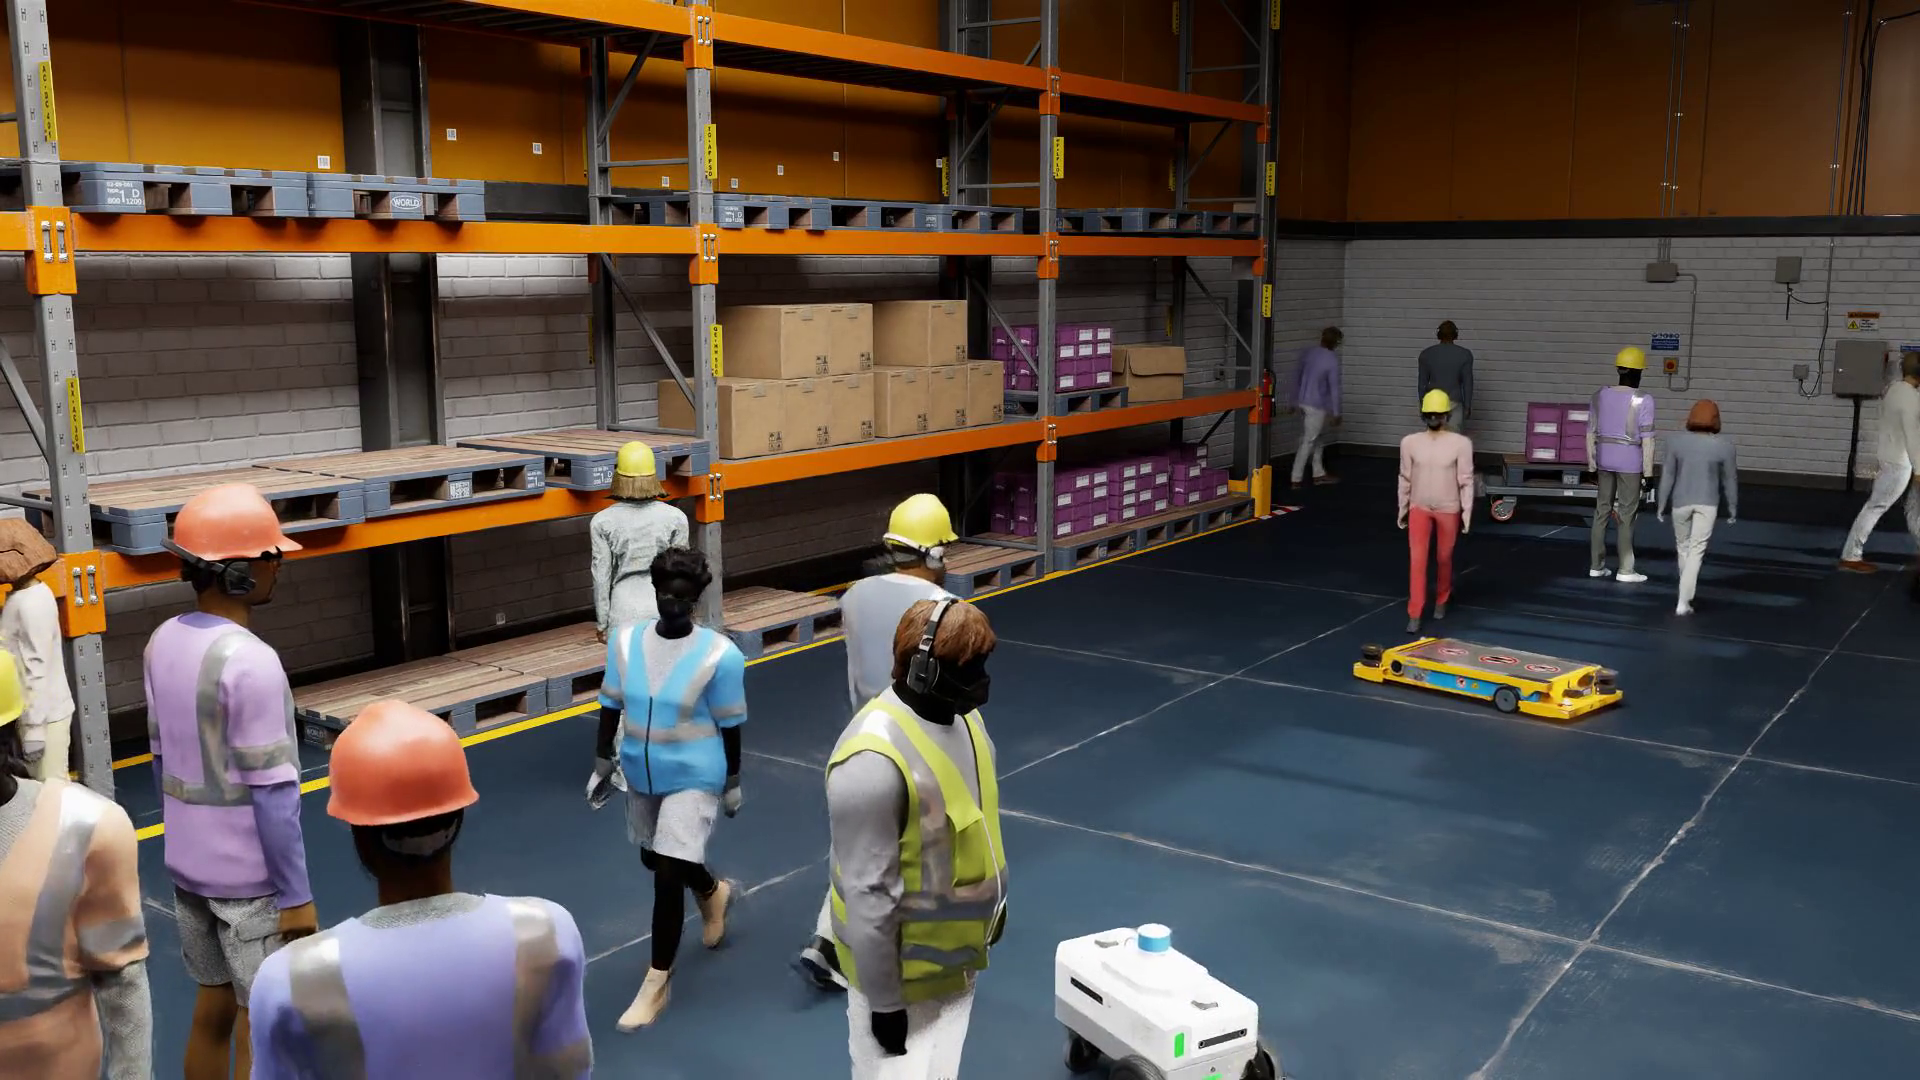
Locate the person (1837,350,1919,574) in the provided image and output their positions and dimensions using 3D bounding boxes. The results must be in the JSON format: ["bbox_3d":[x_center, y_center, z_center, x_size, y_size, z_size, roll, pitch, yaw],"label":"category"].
[{"bbox_3d":[7.883,-0.622,13.787,1.025,1.882,0.650,4,10,21],"label":"person"}]

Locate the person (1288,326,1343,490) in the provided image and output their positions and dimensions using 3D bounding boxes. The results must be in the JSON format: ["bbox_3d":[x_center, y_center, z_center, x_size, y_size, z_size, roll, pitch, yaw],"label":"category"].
[{"bbox_3d":[4.149,-1.510,19.116,0.758,1.881,0.707,-3,10,-19],"label":"person"}]

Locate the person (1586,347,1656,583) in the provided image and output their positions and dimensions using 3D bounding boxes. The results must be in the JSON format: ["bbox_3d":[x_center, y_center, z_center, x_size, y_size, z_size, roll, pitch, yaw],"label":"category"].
[{"bbox_3d":[5.426,-0.614,13.634,0.373,1.925,0.595,-7,12,-35],"label":"person"}]

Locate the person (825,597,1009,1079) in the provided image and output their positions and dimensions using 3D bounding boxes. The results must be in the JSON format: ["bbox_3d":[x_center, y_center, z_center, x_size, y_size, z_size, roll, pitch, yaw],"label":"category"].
[{"bbox_3d":[-0.093,1.037,4.124,0.430,1.830,0.618,4,11,25],"label":"person"}]

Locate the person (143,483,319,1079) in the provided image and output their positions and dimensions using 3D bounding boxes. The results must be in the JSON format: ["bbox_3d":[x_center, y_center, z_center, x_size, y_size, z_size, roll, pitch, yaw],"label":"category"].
[{"bbox_3d":[-1.925,0.863,4.489,0.607,2.045,0.390,8,13,41],"label":"person"}]

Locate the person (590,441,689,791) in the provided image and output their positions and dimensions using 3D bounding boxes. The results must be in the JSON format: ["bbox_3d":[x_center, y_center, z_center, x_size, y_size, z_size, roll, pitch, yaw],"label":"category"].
[{"bbox_3d":[-1.578,0.379,8.264,0.487,1.746,0.287,-3,10,-18],"label":"person"}]

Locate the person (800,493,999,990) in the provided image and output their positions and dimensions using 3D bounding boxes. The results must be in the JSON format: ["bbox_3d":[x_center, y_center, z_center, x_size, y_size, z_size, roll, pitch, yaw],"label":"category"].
[{"bbox_3d":[-0.220,0.732,6.026,0.594,1.806,0.857,7,12,35],"label":"person"}]

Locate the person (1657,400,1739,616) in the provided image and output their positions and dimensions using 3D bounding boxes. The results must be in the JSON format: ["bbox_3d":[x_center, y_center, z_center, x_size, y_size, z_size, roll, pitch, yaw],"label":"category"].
[{"bbox_3d":[5.550,-0.255,12.484,0.529,1.581,0.856,7,12,35],"label":"person"}]

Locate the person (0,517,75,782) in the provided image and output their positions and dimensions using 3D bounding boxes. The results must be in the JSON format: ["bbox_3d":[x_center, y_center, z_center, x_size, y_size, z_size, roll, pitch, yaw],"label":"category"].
[{"bbox_3d":[-3.666,0.717,6.598,0.270,1.627,0.499,-7,12,-34],"label":"person"}]

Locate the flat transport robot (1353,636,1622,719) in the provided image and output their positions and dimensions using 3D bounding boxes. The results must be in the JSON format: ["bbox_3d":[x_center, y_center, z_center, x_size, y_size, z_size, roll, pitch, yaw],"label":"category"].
[{"bbox_3d":[3.183,0.807,10.095,0.652,0.197,1.431,-9,13,-42],"label":"flat transport robot"}]

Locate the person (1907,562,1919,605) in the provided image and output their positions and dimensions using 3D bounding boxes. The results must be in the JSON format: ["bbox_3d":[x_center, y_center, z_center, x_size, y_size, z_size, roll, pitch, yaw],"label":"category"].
[{"bbox_3d":[7.467,-0.371,12.337,0.549,1.894,1.003,0,10,0],"label":"person"}]

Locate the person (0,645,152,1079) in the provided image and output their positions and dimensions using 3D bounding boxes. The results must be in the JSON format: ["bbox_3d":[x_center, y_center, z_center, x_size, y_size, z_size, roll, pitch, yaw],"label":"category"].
[{"bbox_3d":[-1.962,1.116,3.373,0.615,1.910,0.410,-2,10,-11],"label":"person"}]

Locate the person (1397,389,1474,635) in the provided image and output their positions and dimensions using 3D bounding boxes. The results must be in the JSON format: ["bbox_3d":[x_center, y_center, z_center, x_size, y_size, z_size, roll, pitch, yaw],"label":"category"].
[{"bbox_3d":[3.411,-0.226,11.941,0.535,1.720,0.893,4,10,22],"label":"person"}]

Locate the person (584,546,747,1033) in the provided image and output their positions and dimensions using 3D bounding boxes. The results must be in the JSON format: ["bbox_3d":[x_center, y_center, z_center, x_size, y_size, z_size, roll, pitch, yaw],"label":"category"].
[{"bbox_3d":[-0.976,0.812,5.906,0.536,1.666,0.787,4,10,24],"label":"person"}]

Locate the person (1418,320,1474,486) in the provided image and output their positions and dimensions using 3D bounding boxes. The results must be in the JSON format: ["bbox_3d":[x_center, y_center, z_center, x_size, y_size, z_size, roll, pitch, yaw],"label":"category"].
[{"bbox_3d":[5.639,-1.578,19.342,0.632,1.940,0.372,5,11,26],"label":"person"}]

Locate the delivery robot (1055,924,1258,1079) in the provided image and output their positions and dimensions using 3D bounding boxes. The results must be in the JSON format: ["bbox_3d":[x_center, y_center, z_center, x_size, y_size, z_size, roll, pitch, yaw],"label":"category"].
[{"bbox_3d":[0.599,1.442,5.186,0.477,0.478,0.707,-5,11,-29],"label":"delivery robot"}]

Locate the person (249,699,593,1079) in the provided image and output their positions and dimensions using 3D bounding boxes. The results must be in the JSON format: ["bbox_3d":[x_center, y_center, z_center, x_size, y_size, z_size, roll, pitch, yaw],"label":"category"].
[{"bbox_3d":[-0.942,1.205,2.924,0.559,1.908,0.807,-5,11,-29],"label":"person"}]
